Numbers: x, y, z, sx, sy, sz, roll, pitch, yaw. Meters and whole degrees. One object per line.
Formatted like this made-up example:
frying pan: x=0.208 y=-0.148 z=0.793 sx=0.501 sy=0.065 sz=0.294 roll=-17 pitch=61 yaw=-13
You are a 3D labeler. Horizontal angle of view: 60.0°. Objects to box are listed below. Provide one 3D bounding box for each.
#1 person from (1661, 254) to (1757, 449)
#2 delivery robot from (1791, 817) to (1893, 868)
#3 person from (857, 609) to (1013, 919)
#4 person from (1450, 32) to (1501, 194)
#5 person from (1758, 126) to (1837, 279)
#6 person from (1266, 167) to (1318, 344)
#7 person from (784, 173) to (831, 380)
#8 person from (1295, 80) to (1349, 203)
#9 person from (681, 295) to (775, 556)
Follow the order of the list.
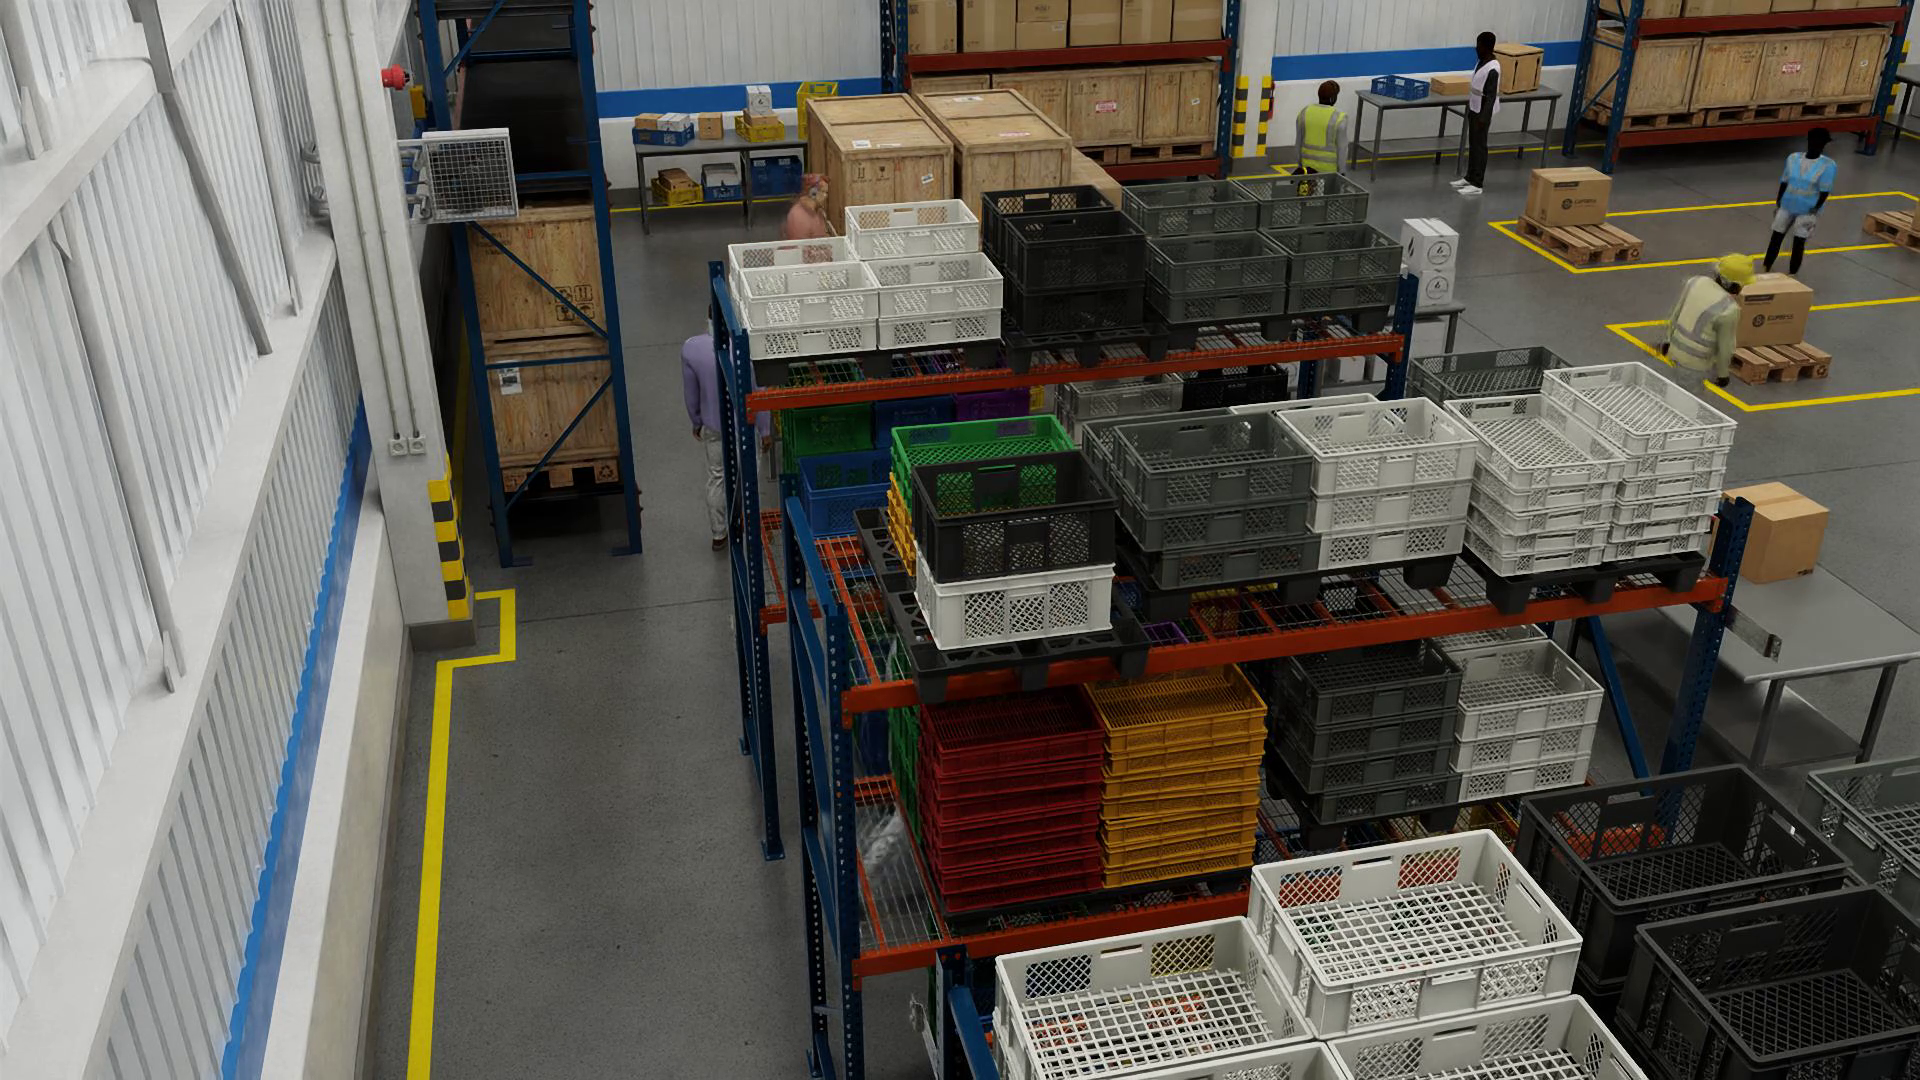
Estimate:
person: x=5.893 y=-1.453 z=13.180 sx=0.604 sy=1.778 sz=0.670 roll=-2 pitch=28 yaw=-3
delivery robot: x=4.523 y=1.697 z=8.398 sx=0.477 sy=0.478 sz=0.707 roll=-6 pitch=28 yaw=-12
person: x=-0.191 y=1.081 z=8.311 sx=0.952 sy=1.836 sz=0.598 roll=-2 pitch=28 yaw=-4
person: x=6.272 y=-5.142 z=20.025 sx=0.391 sy=1.913 sz=0.587 roll=1 pitch=28 yaw=2
person: x=8.510 y=-3.355 z=16.871 sx=0.365 sy=1.694 sz=0.555 roll=-20 pitch=34 yaw=-33
person: x=2.977 y=-2.423 z=14.913 sx=0.309 sy=1.868 sz=0.534 roll=-6 pitch=28 yaw=-12
person: x=-1.373 y=-2.287 z=14.644 sx=0.480 sy=1.878 sz=0.713 roll=2 pitch=28 yaw=4
person: x=3.918 y=-4.043 z=18.016 sx=0.620 sy=1.845 sz=0.429 roll=23 pitch=36 yaw=37
person: x=-1.624 y=-0.810 z=11.777 sx=0.638 sy=1.938 sz=0.357 roll=8 pitch=29 yaw=15
